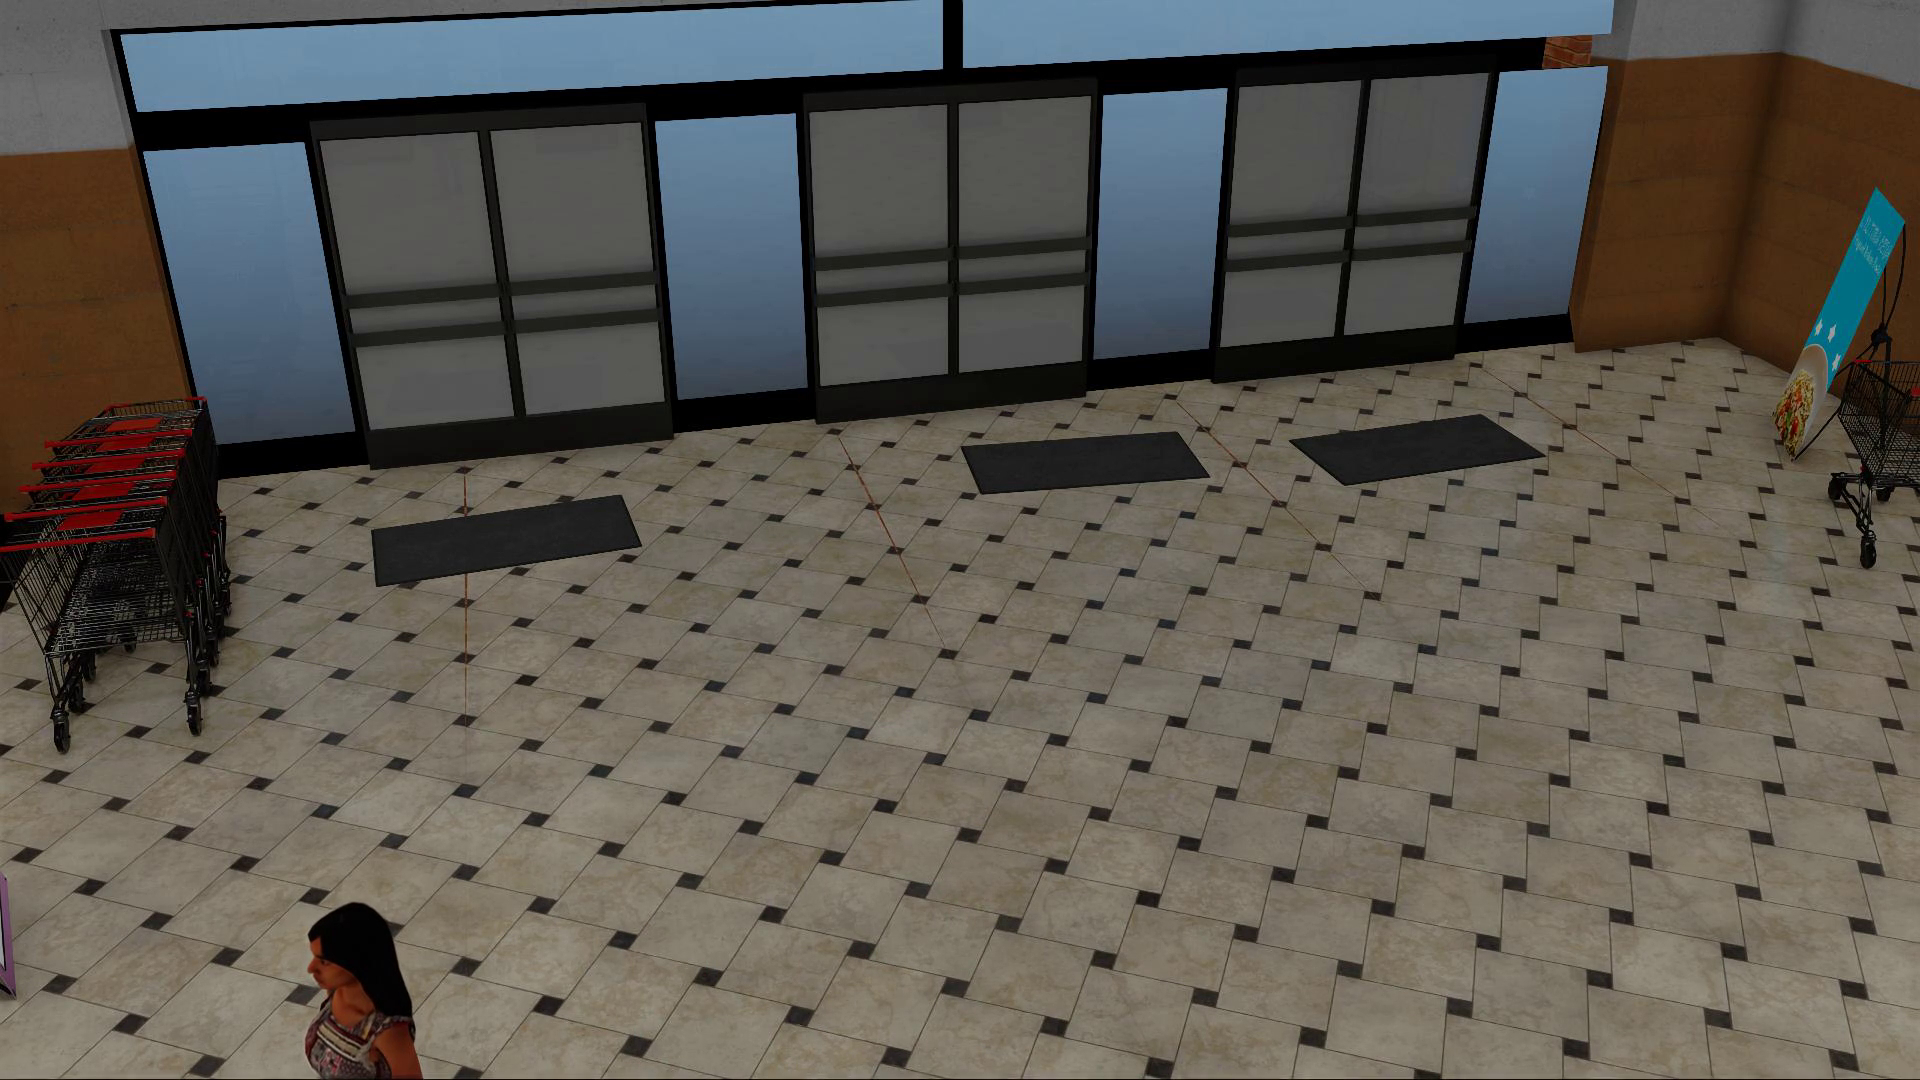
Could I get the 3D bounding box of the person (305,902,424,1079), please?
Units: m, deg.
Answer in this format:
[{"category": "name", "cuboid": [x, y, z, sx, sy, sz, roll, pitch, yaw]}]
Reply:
[{"category": "person", "cuboid": [-1.672, 1.731, 4.875, 0.664, 1.645, 0.785, 23, 35, 37]}]
